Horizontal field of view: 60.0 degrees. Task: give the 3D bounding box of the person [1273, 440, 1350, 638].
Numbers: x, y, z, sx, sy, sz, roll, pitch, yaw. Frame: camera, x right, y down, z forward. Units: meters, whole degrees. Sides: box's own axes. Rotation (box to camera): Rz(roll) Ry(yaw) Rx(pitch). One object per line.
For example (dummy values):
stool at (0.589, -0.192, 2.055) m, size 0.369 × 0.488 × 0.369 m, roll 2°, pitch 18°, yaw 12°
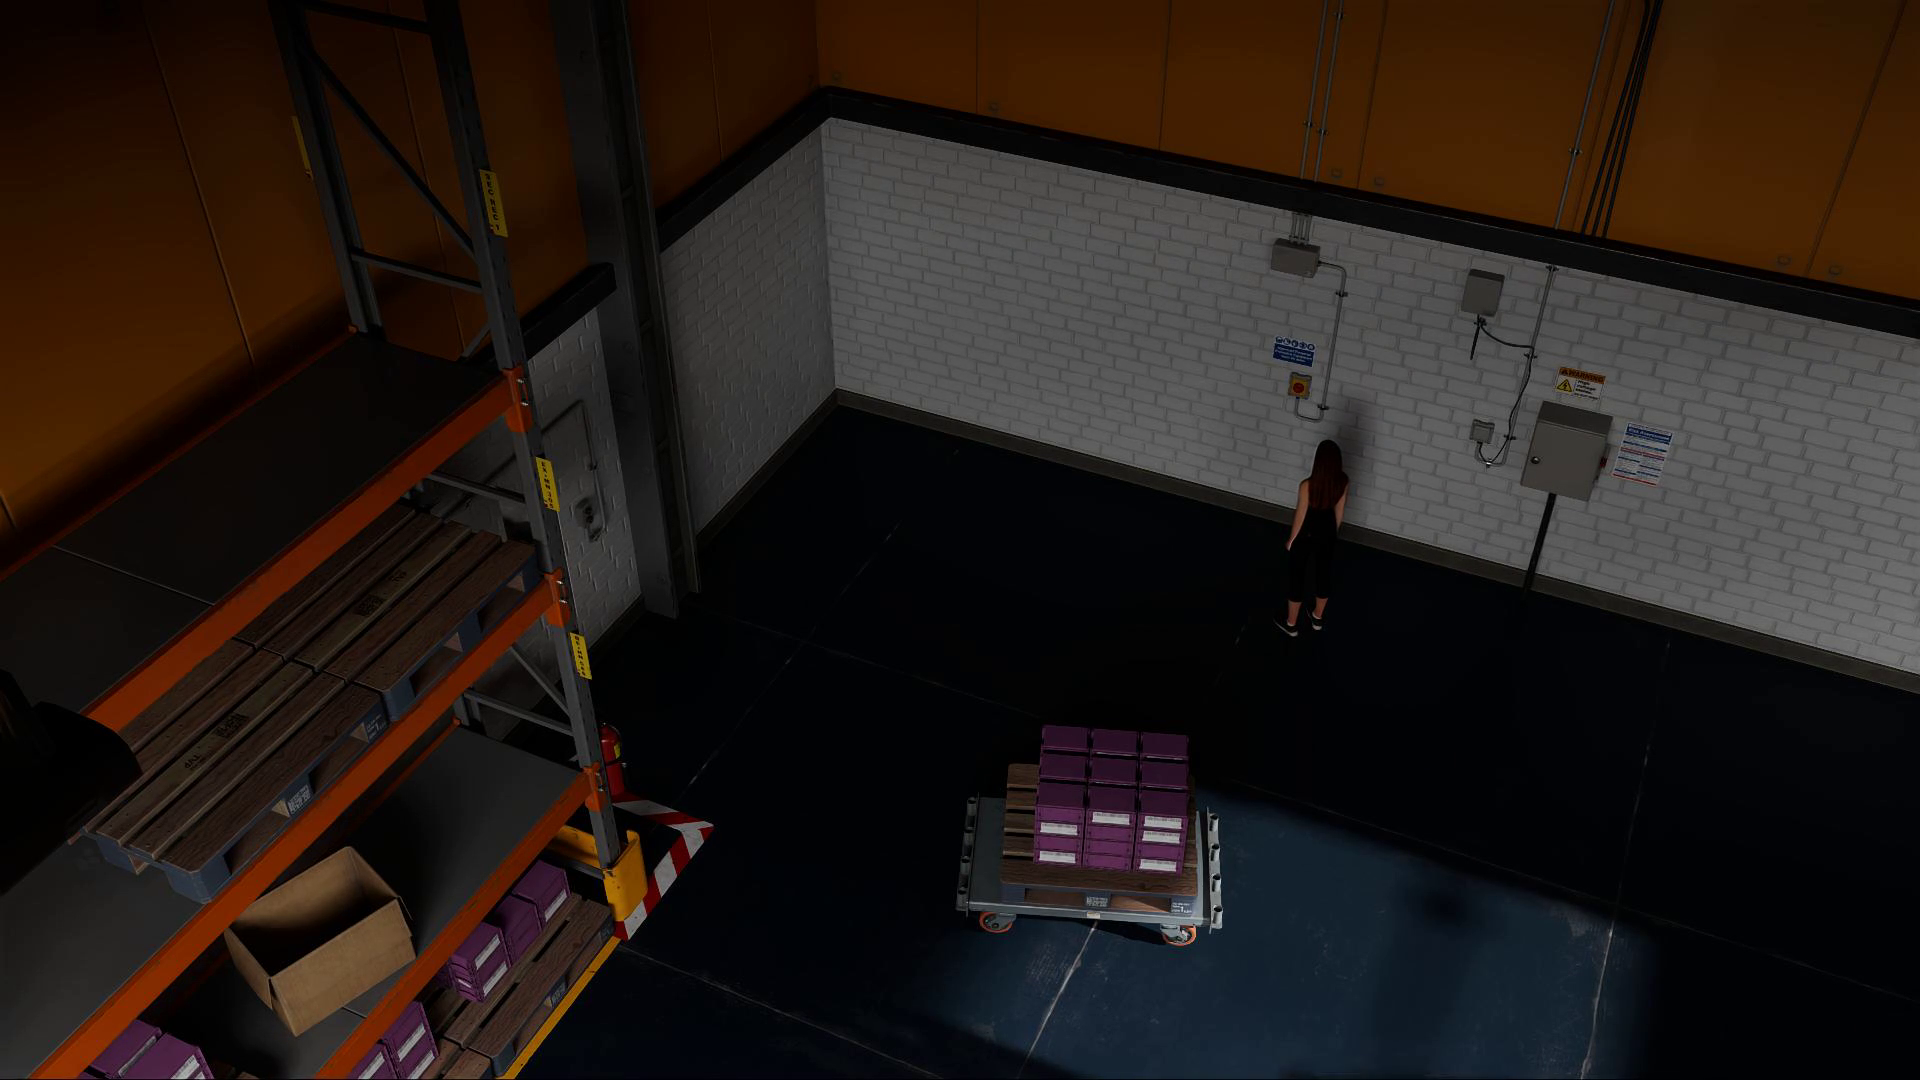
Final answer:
person at (2.632, -0.020, 12.334) m, size 0.637 × 1.726 × 0.691 m, roll -11°, pitch 40°, yaw -14°
